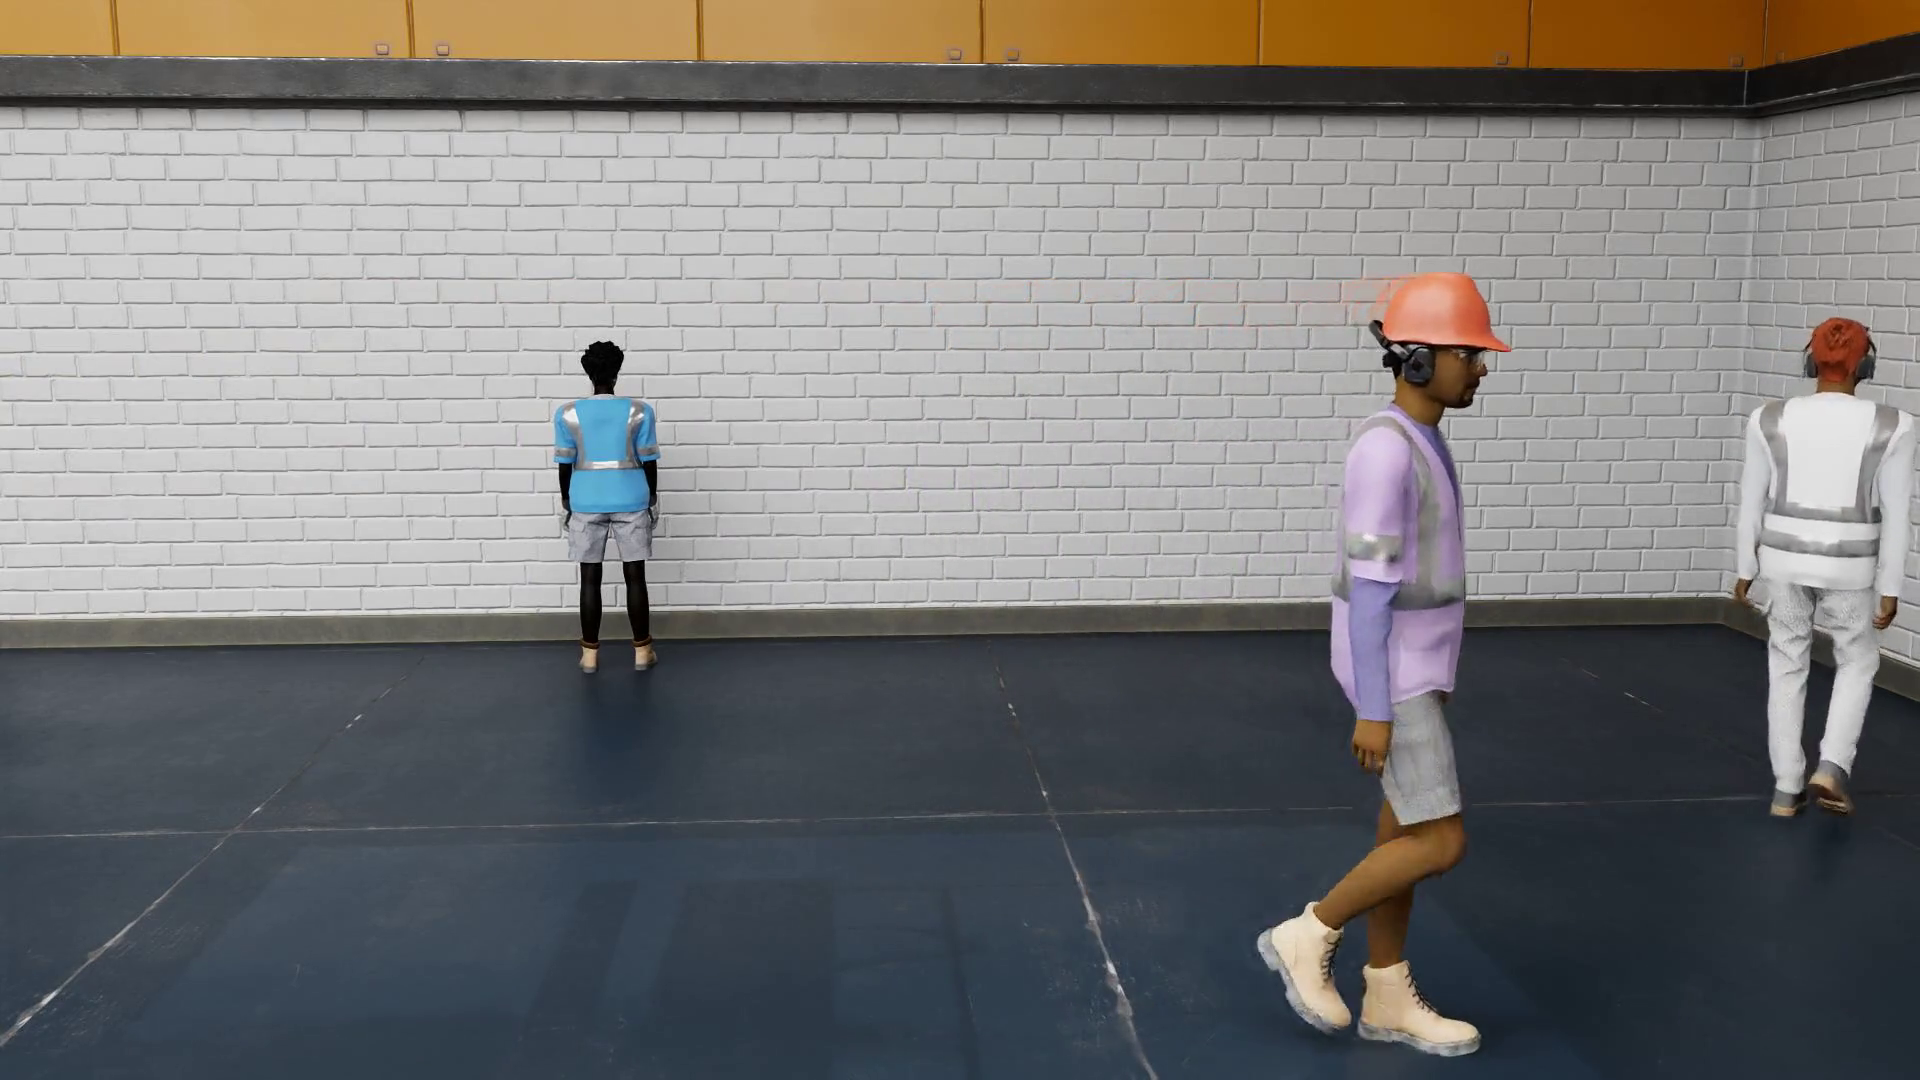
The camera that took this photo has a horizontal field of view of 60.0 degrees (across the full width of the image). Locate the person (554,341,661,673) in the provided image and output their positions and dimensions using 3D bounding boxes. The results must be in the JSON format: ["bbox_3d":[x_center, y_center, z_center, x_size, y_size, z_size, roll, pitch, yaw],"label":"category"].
[{"bbox_3d":[-1.785,-0.163,8.472,0.532,1.693,0.319,-1,9,-9],"label":"person"}]

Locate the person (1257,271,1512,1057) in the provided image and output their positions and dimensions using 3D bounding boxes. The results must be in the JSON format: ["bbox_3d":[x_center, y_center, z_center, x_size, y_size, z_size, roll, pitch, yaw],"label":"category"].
[{"bbox_3d":[1.122,0.340,4.256,0.480,2.030,0.640,4,10,25],"label":"person"}]

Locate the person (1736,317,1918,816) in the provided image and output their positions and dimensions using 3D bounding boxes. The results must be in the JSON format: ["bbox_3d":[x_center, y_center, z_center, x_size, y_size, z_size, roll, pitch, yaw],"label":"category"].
[{"bbox_3d":[3.178,0.118,6.156,0.580,1.874,0.409,6,11,33],"label":"person"}]
